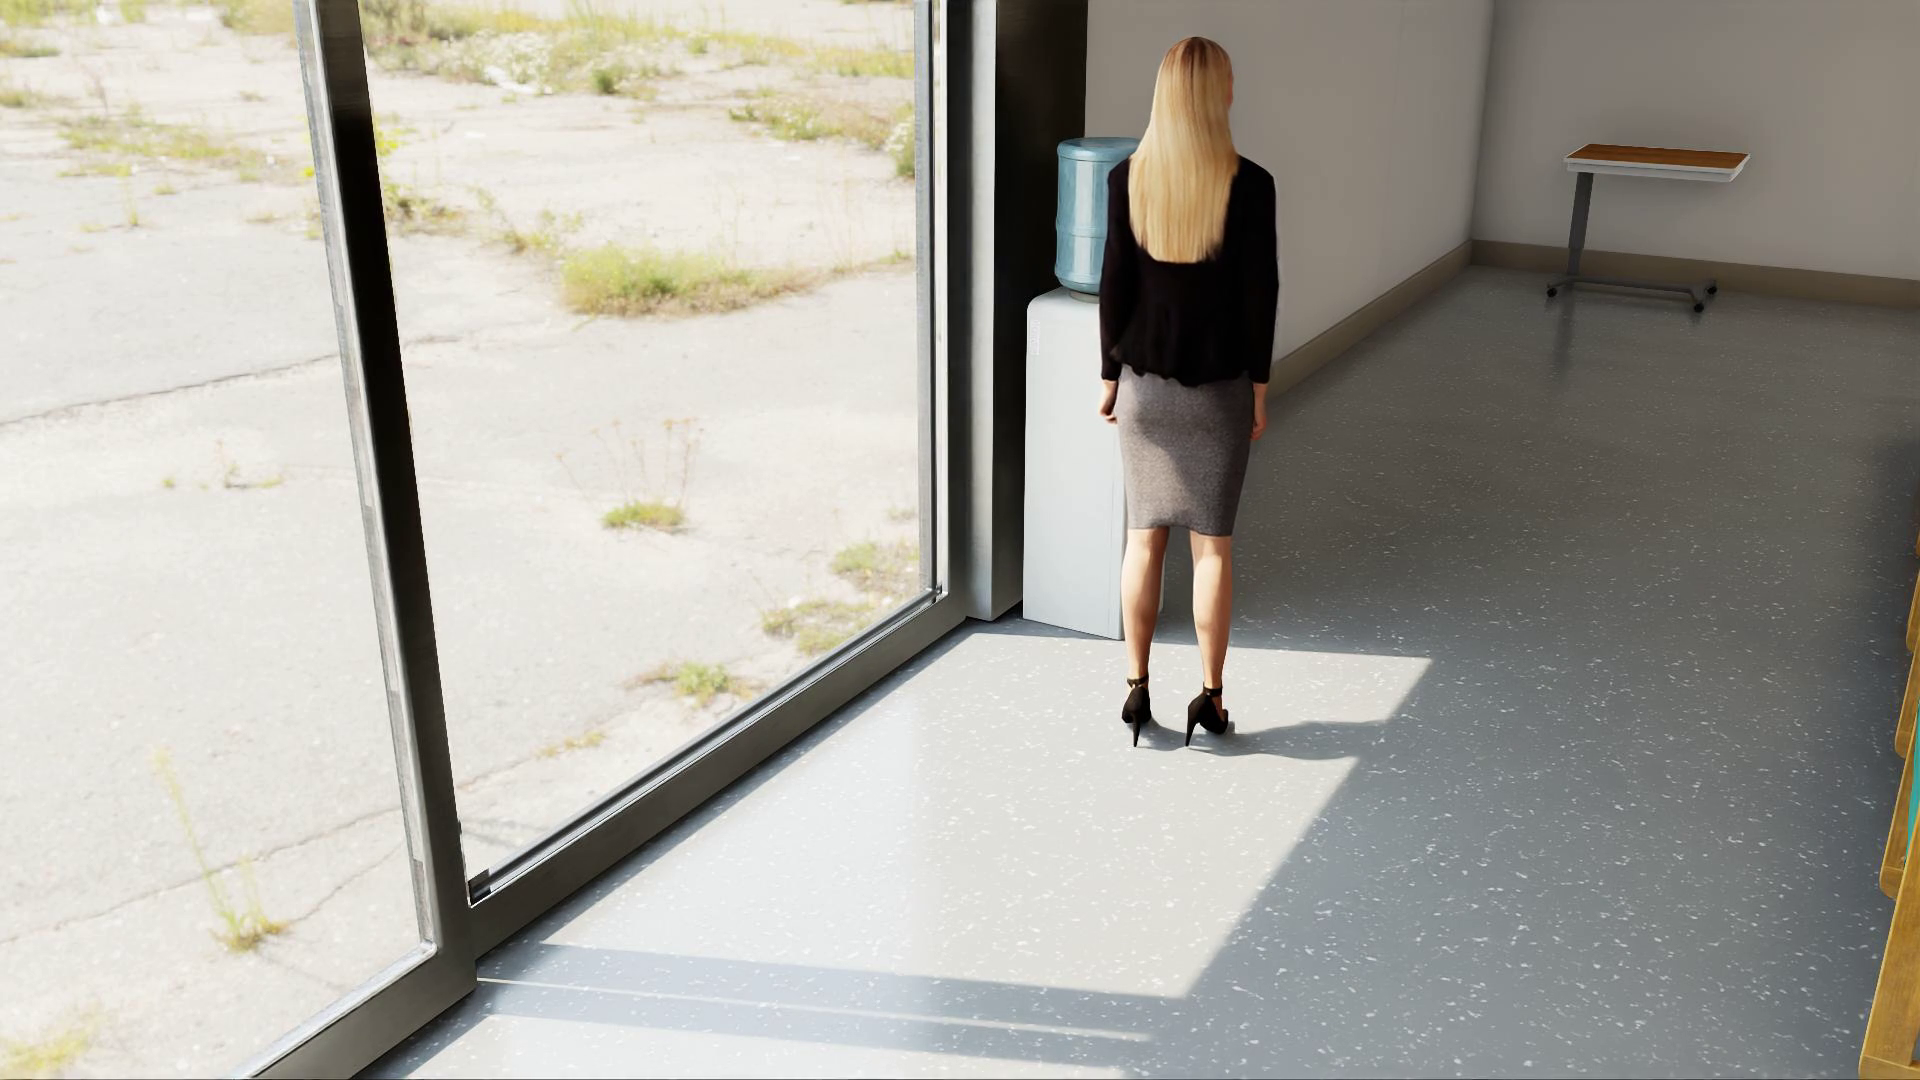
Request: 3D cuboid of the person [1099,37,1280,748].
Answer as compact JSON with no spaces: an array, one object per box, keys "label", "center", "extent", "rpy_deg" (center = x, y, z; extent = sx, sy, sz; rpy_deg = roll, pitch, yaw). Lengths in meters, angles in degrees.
[{"label":"person","center":[0.575,-0.338,4.286],"extent":[0.551,1.841,0.708],"rpy_deg":[6,22,16]}]
